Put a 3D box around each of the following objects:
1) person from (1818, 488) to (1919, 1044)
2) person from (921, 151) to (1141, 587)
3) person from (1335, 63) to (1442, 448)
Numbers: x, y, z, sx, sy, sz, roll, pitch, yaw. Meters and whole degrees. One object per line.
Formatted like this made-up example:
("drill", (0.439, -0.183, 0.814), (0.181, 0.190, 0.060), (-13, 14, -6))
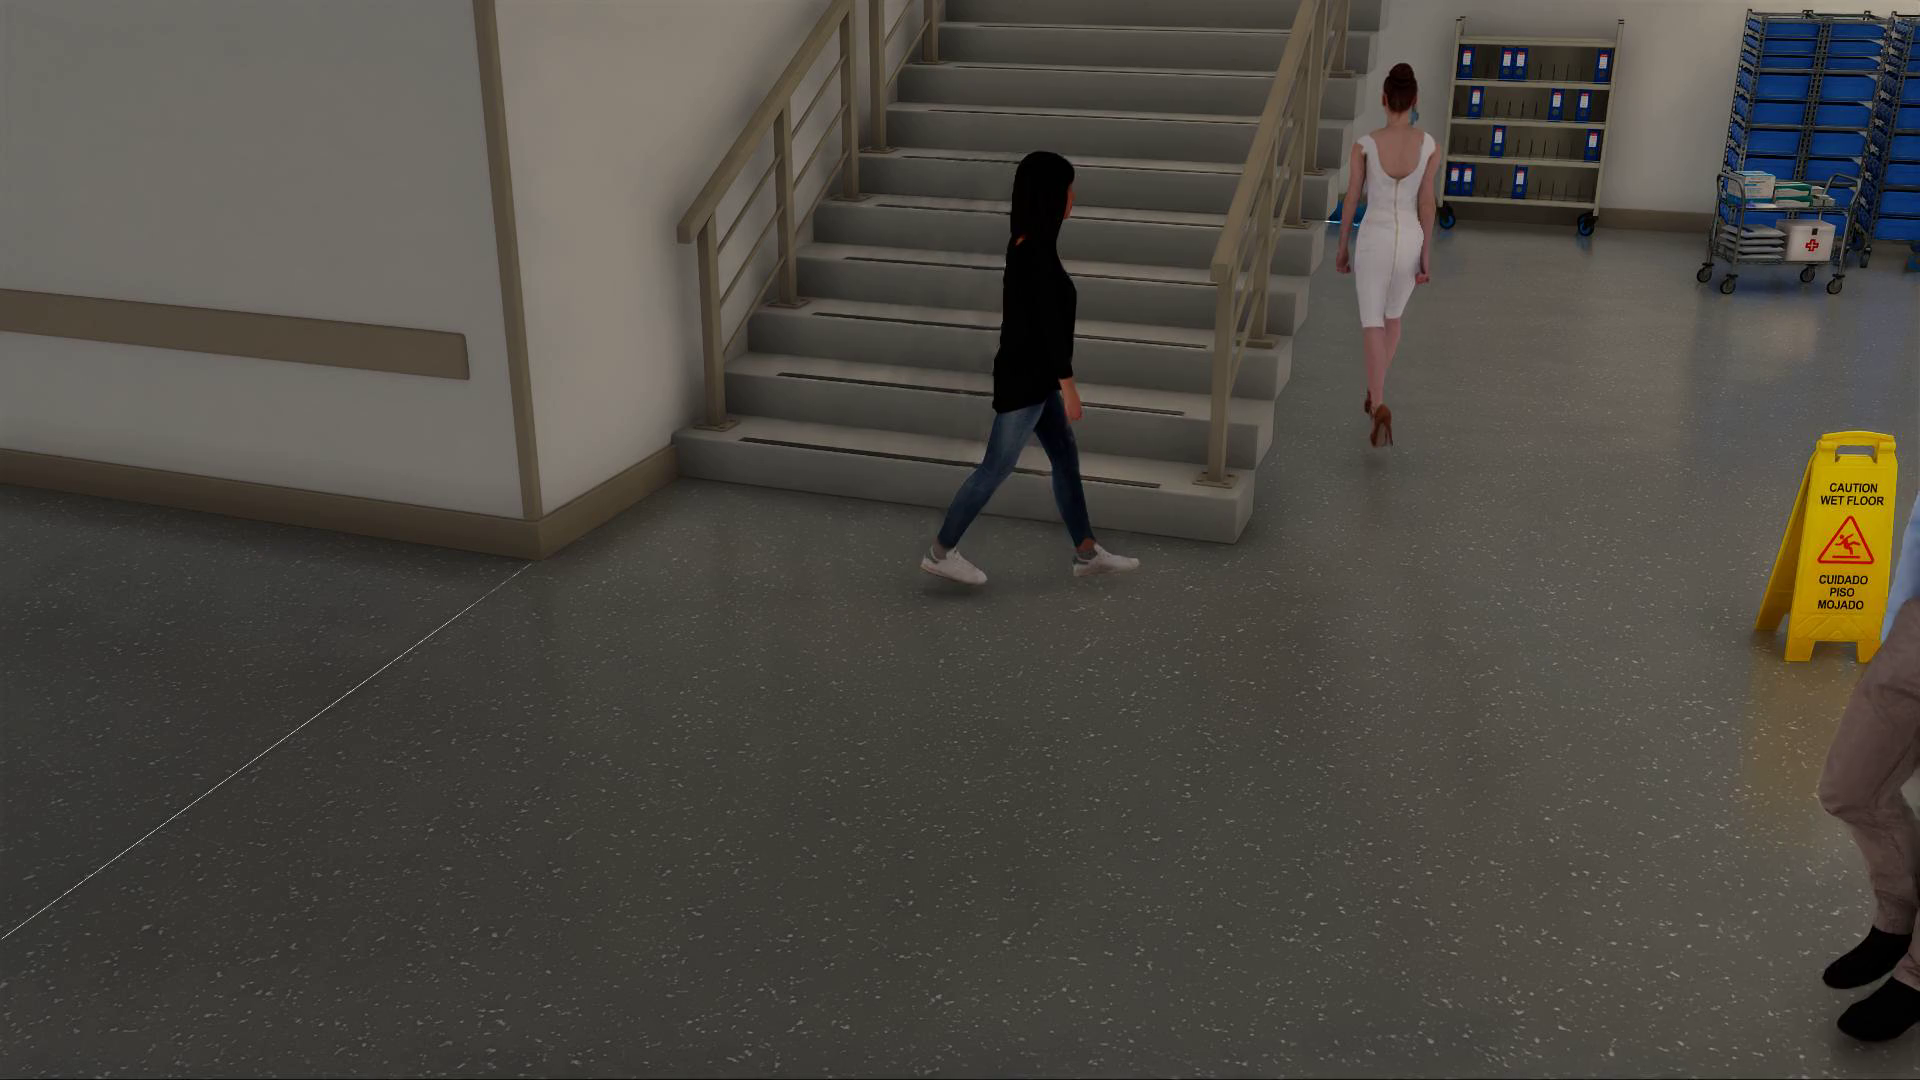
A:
("person", (2.275, 0.251, 3.621), (0.855, 1.832, 0.799), (-10, 23, -24))
("person", (0.175, -0.565, 6.093), (0.916, 1.607, 1.083), (-1, 21, -3))
("person", (1.992, -1.267, 7.752), (0.750, 1.745, 1.131), (2, 21, 5))
